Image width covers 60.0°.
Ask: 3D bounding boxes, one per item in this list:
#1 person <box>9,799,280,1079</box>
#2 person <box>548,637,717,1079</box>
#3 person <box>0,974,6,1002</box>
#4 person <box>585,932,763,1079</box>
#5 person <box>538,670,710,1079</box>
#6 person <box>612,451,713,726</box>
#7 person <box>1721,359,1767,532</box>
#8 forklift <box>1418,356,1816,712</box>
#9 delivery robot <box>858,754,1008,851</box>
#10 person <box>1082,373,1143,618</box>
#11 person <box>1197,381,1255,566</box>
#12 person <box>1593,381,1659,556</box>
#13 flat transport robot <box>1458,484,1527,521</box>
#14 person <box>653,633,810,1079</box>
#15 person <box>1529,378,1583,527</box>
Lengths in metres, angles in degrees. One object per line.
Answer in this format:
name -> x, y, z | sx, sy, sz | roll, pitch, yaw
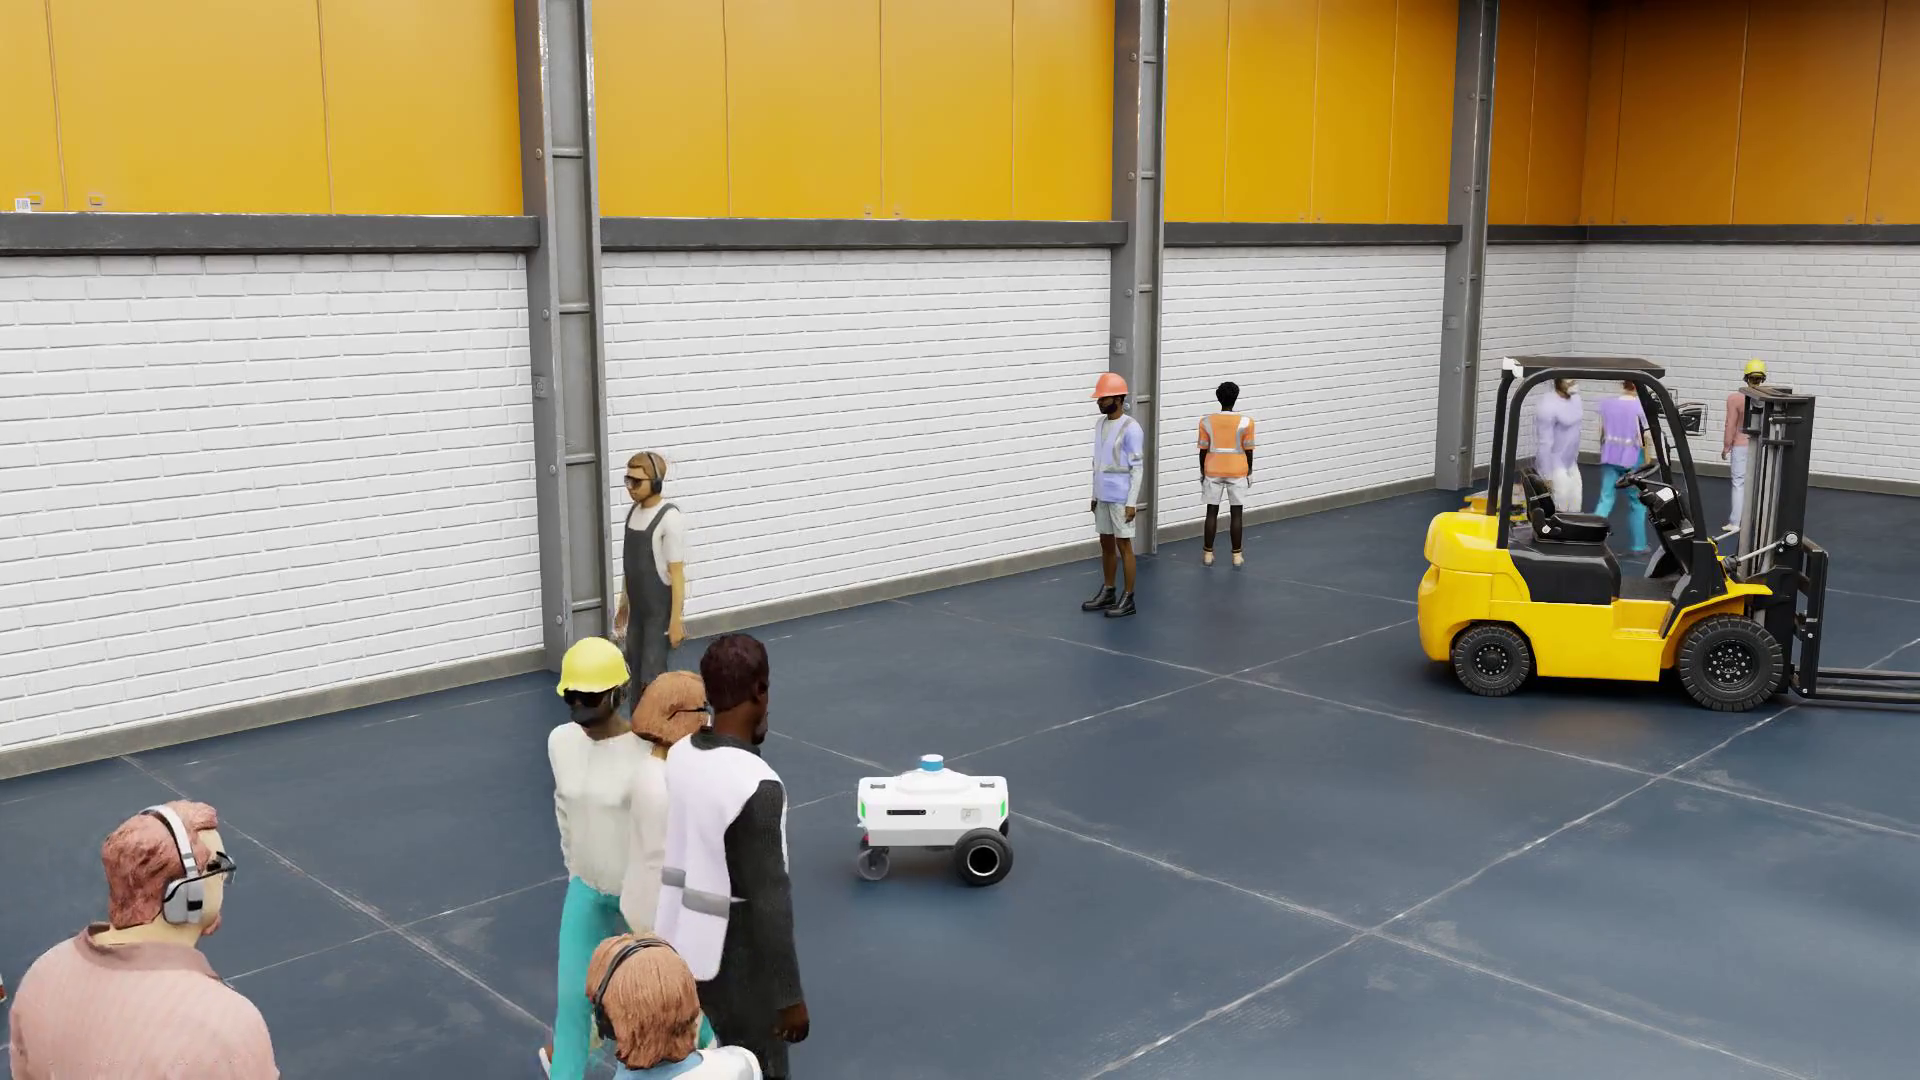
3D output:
person -> -1.559, 1.451, 3.486 | 0.662, 1.873, 0.843 | 7, 13, 34
person -> -1.135, 1.146, 5.595 | 0.543, 1.716, 0.932 | 5, 11, 24
person -> -3.907, 1.065, 6.295 | 0.308, 1.624, 0.495 | -2, 11, -10
person -> -0.607, 1.590, 3.374 | 0.523, 1.637, 0.310 | -9, 14, -41
person -> -1.071, 1.218, 5.494 | 0.606, 1.614, 0.501 | -1, 10, -8
person -> -1.730, 0.406, 9.287 | 0.573, 1.833, 0.535 | -9, 13, -39
person -> 7.986, -0.942, 16.826 | 0.523, 1.769, 0.323 | 1, 10, 7
forklift -> 4.276, -0.101, 11.076 | 2.313, 2.155, 1.214 | 2, 11, 13
delivery robot -> -0.131, 1.260, 7.872 | 0.707, 0.478, 0.477 | 0, 10, -1
person -> 1.200, -0.354, 13.156 | 0.376, 1.935, 0.550 | -6, 12, -30
person -> 2.426, -0.602, 15.192 | 0.529, 1.690, 0.321 | 4, 11, 21
person -> 6.140, -0.697, 15.404 | 0.932, 1.809, 0.586 | -9, 14, -41
flat transport robot -> 6.012, -0.413, 18.027 | 0.652, 0.197, 1.431 | 9, 13, 40
person -> -0.713, 1.214, 4.773 | 0.643, 1.879, 0.610 | -6, 12, -28
person -> 5.240, -0.633, 14.736 | 0.540, 1.918, 0.662 | 10, 14, 43
